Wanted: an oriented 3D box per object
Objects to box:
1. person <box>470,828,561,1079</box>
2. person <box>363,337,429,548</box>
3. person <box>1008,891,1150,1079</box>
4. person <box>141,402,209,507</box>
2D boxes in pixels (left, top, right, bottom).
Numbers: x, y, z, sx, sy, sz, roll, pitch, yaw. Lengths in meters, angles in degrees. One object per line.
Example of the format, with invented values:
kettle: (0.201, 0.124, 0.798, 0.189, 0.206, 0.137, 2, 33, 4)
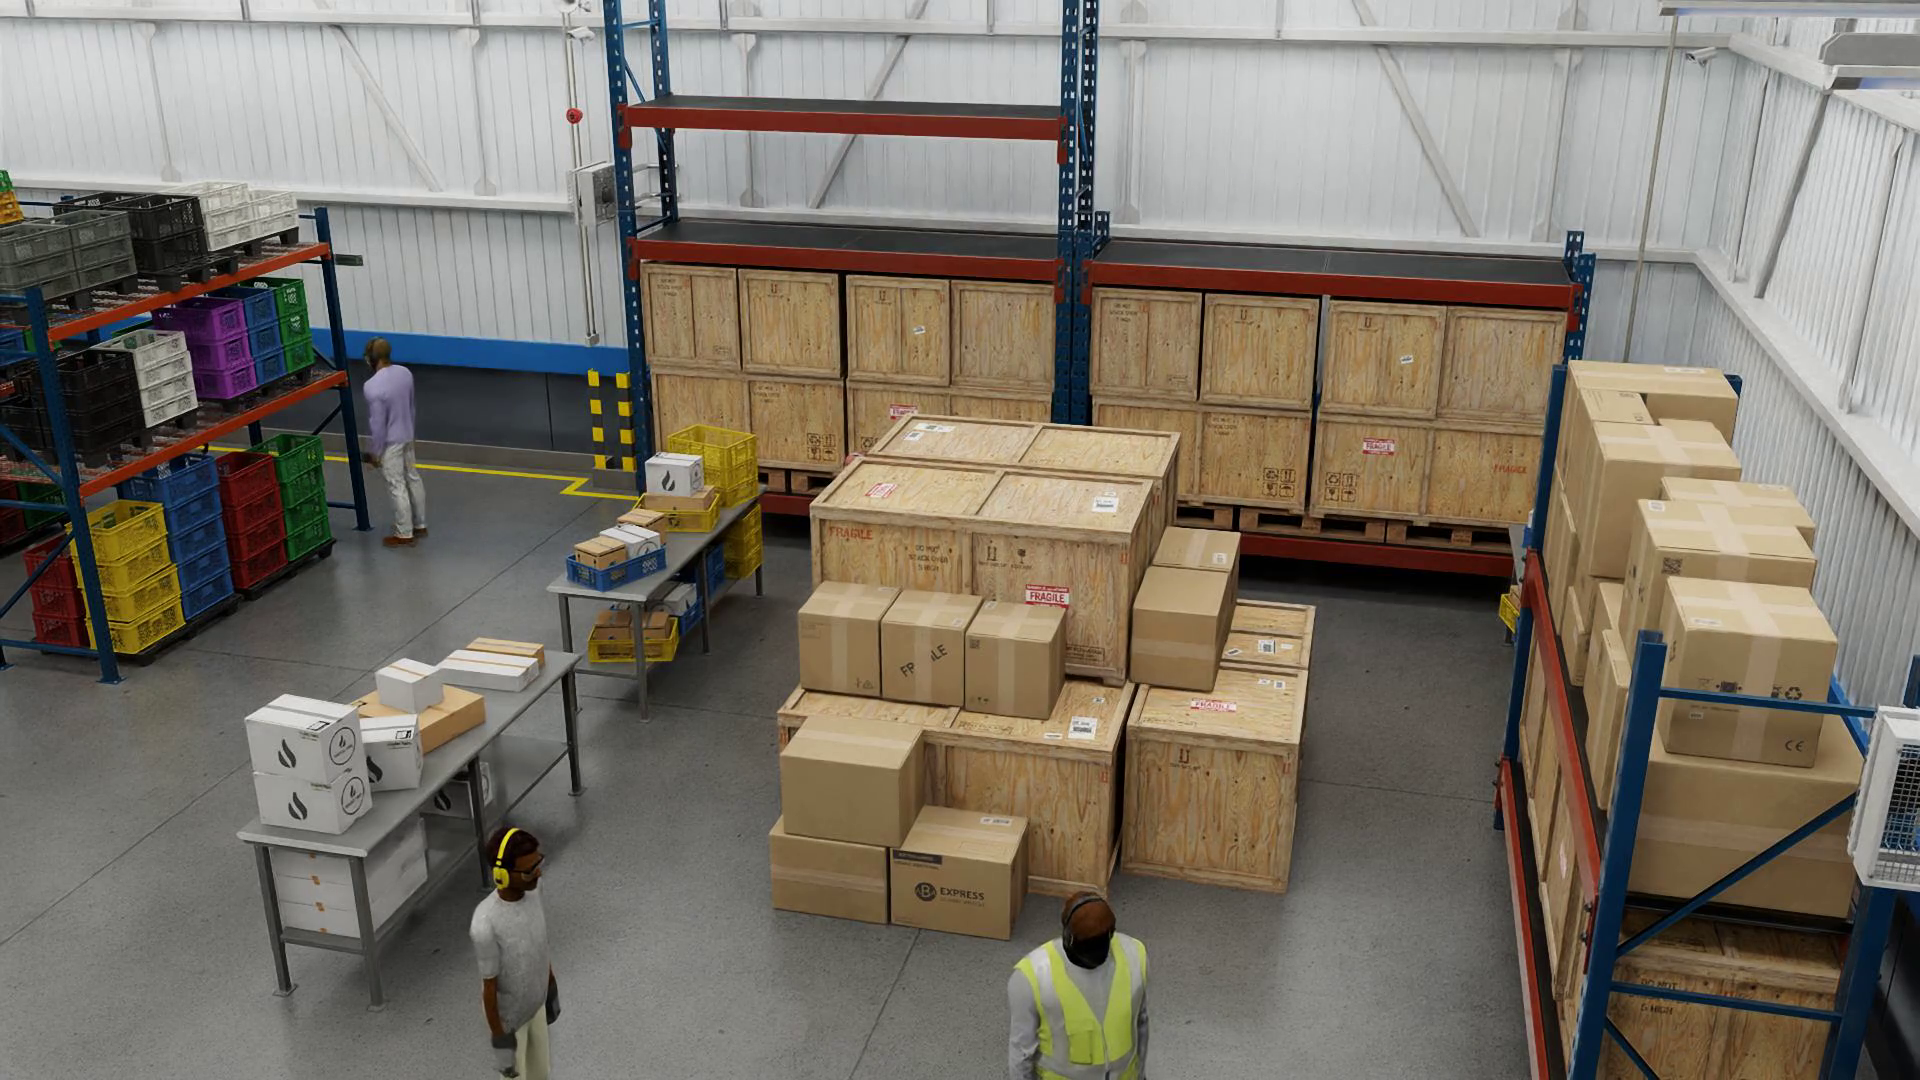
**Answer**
person: (-1.924, 2.092, 7.335, 0.328, 1.861, 0.502, 7, 22, 17)
person: (-5.108, -0.882, 15.000, 0.354, 1.936, 0.635, 5, 22, 13)
person: (0.509, 2.266, 6.895, 0.636, 1.840, 0.429, -8, 22, -19)
person: (-7.185, -0.926, 15.186, 0.584, 1.882, 0.339, -6, 22, -16)
